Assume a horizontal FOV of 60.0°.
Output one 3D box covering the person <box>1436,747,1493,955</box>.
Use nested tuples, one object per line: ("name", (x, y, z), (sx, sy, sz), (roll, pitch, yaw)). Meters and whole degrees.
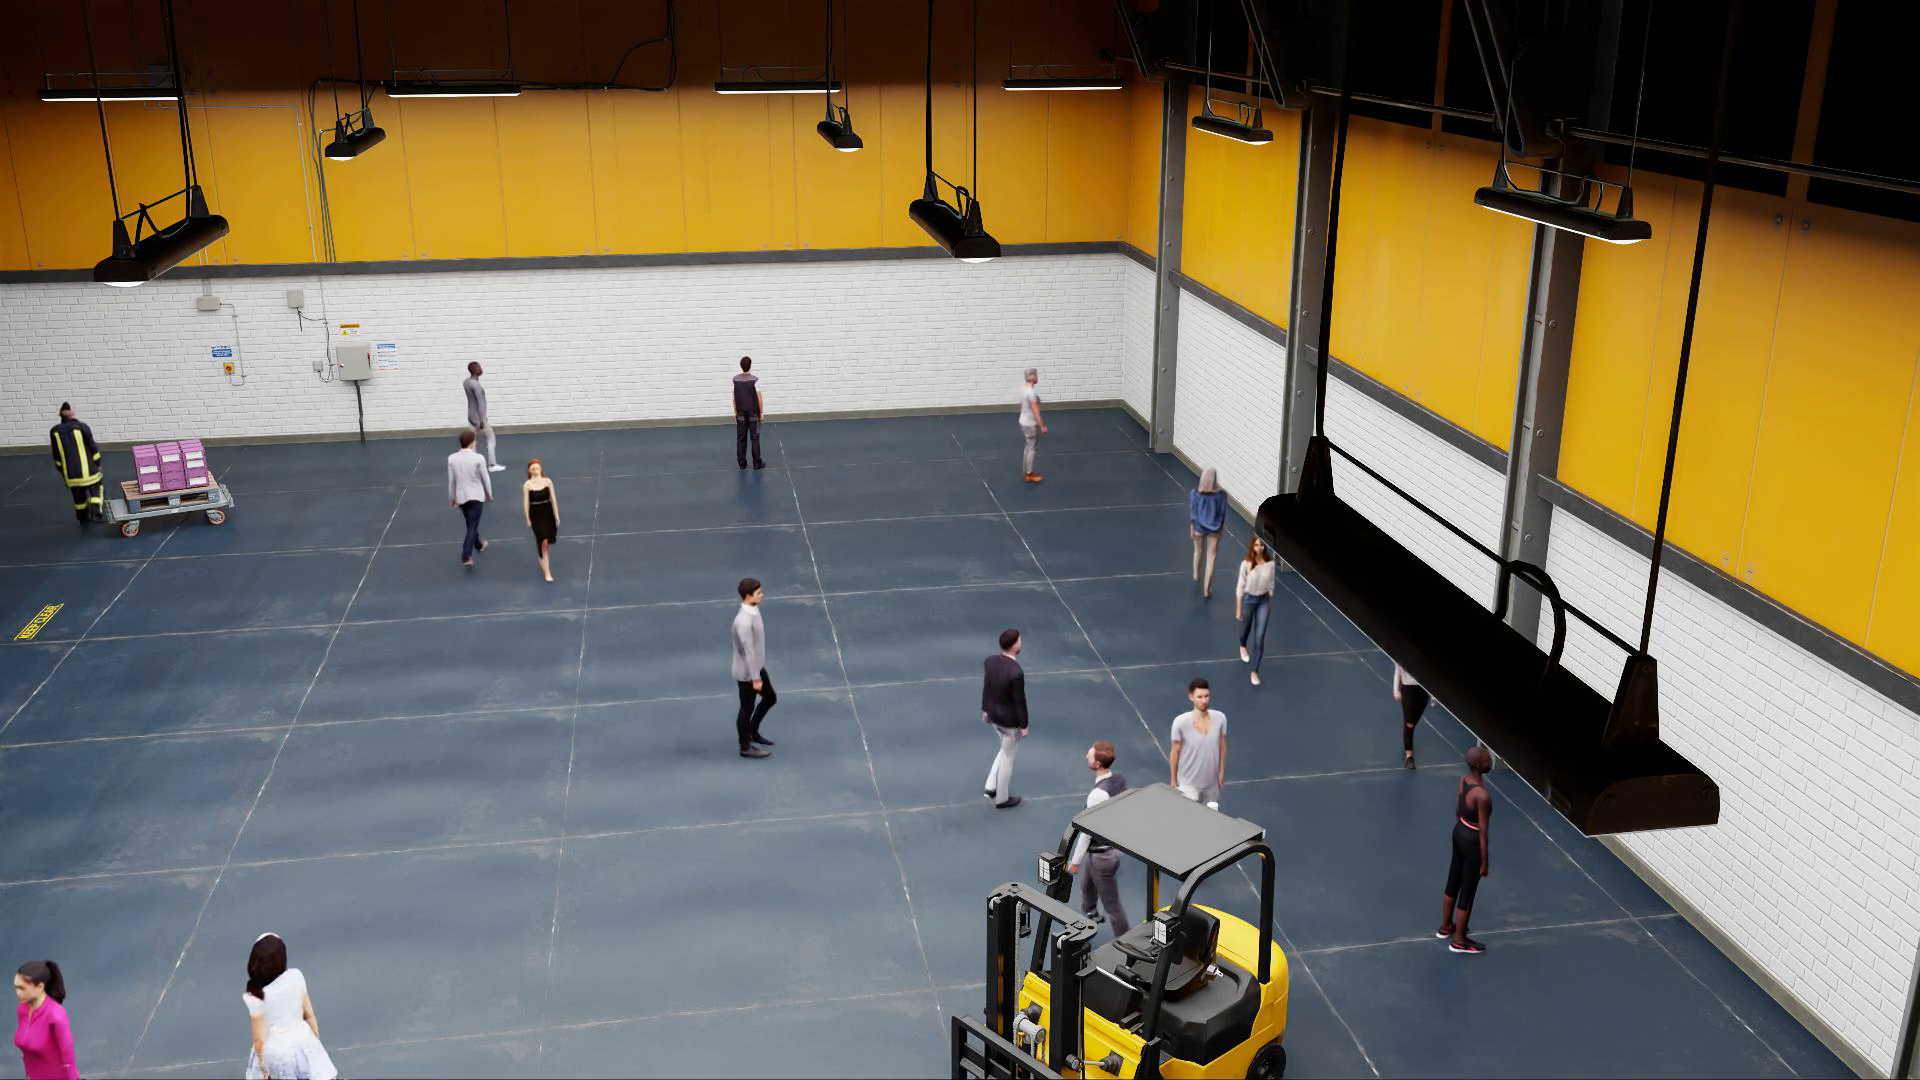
("person", (4.105, 2.479, 13.459), (0.647, 1.758, 0.457), (-4, 19, -11))

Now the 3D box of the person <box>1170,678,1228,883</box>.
("person", (2.054, 2.049, 14.615), (0.716, 1.836, 0.996), (-4, 19, -13))

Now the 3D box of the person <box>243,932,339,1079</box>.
("person", (-4.248, 3.419, 10.657), (1.313, 1.766, 1.118), (17, 25, 41))

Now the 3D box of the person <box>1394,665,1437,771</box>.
("person", (4.588, 1.518, 16.793), (0.686, 1.451, 1.019), (1, 19, 3))

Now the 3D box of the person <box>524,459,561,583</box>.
("person", (-5.536, -0.303, 21.973), (0.823, 1.597, 1.095), (-11, 21, -29))

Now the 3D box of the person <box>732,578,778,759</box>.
("person", (-2.206, 1.294, 16.736), (0.882, 1.912, 0.700), (2, 19, 5))

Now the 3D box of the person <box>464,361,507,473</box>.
("person", (-7.754, -1.916, 26.416), (0.951, 1.819, 0.898), (-17, 25, -41))

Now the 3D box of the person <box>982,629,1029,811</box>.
("person", (0.358, 1.715, 15.611), (0.866, 1.833, 0.762), (-14, 23, -36))

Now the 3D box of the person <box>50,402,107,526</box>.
("person", (-12.655, -1.076, 23.866), (0.770, 1.855, 0.704), (-3, 19, -9))

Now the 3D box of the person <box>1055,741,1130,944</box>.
("person", (1.232, 2.499, 13.155), (0.981, 1.915, 0.990), (6, 20, 18))

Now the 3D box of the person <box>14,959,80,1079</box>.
("person", (-5.760, 3.441, 10.718), (0.819, 1.685, 0.927), (8, 20, 22))

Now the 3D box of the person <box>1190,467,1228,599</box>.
("person", (3.156, -0.083, 21.207), (0.857, 1.669, 1.095), (4, 19, 11))

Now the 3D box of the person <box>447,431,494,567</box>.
("person", (-6.584, -0.506, 22.275), (0.955, 1.790, 1.349), (2, 19, 6))

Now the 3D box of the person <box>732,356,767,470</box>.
("person", (-3.412, -2.051, 26.769), (0.719, 1.849, 0.689), (3, 19, 9))

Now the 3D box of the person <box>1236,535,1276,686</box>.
("person", (3.317, 0.716, 18.796), (0.748, 1.694, 1.162), (1, 19, 3))

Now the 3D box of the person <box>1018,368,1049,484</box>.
("person", (1.063, -1.796, 26.053), (0.795, 1.823, 0.613), (-6, 19, -16))
